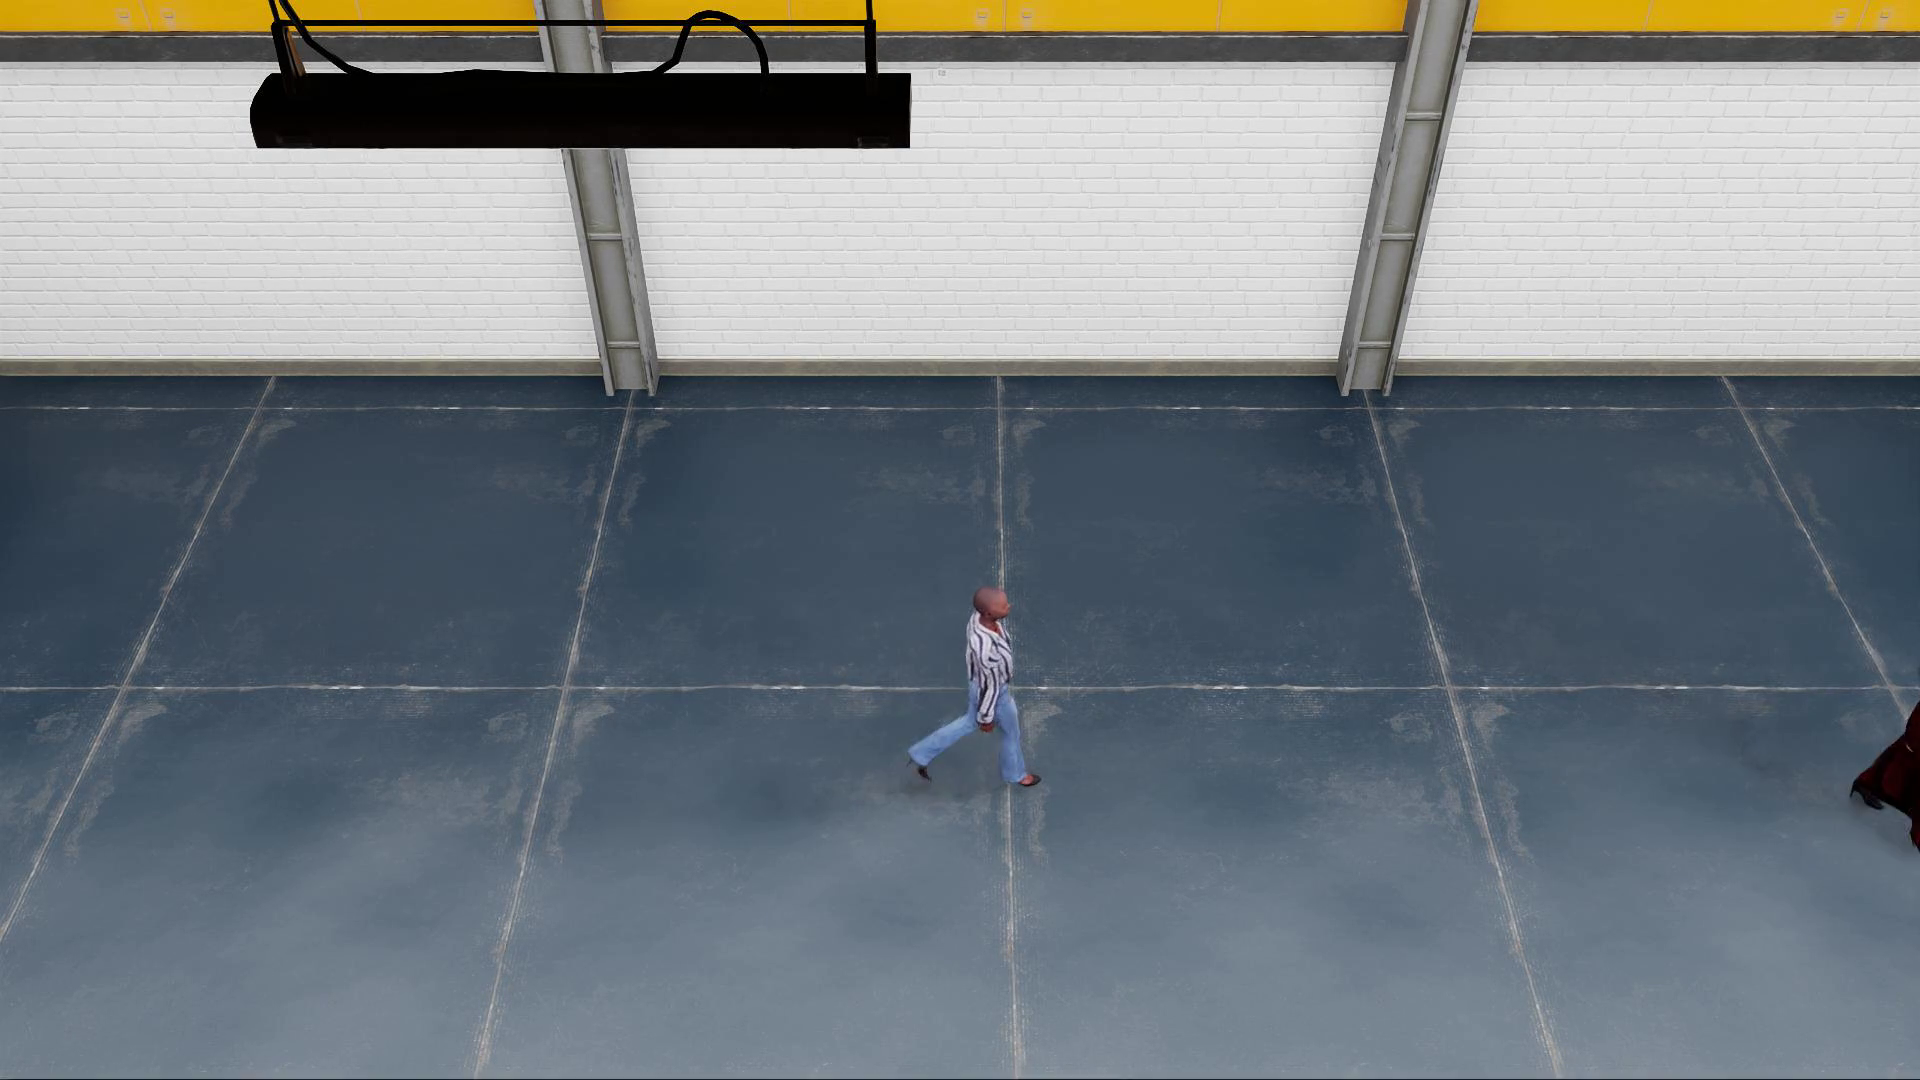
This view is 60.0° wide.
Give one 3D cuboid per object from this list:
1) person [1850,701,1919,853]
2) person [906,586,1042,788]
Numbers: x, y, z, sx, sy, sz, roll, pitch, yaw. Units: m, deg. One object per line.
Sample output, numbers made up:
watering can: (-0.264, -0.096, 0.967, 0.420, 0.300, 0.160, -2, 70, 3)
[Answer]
person: (5.749, 1.098, 9.930, 1.025, 1.730, 0.959, 32, 52, 29)
person: (0.081, 0.940, 10.068, 1.107, 1.767, 0.719, -5, 44, -5)
